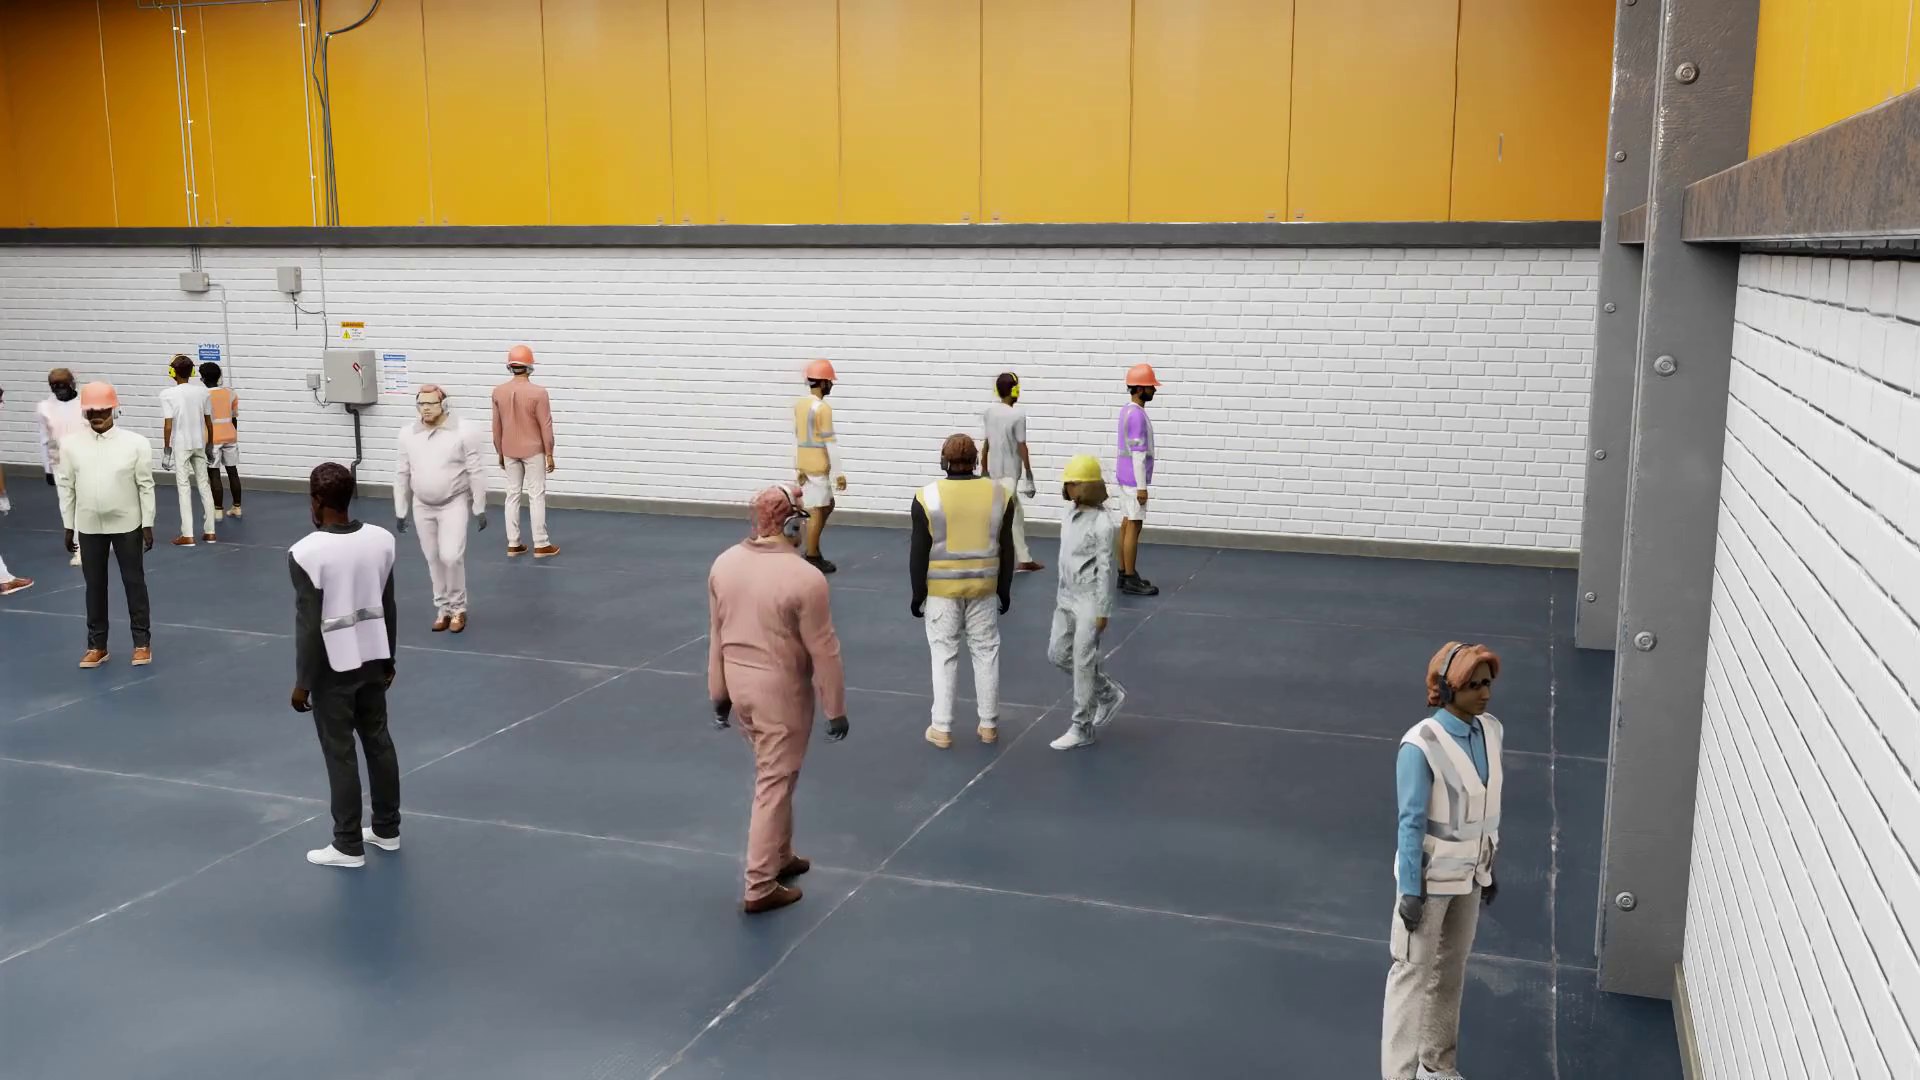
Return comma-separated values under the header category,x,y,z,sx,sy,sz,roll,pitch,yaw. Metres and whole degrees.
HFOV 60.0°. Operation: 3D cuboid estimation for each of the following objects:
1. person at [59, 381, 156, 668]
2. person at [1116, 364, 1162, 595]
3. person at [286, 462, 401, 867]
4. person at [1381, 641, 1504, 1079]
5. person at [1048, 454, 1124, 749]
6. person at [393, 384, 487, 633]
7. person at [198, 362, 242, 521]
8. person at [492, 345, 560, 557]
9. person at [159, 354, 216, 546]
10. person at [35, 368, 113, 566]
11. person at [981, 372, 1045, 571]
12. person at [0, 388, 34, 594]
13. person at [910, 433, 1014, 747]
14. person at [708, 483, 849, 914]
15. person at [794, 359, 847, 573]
category,x,y,z,sx,sy,sz,roll,pitch,yaw
person,-5.914,-0.108,11.558,0.611,1.995,0.377,-2,10,-12
person,1.496,-0.511,13.982,0.363,1.939,0.542,-1,10,-5
person,-2.892,0.588,7.860,0.377,1.915,0.599,5,11,26
person,1.621,1.136,5.548,0.515,1.640,0.315,-8,13,-40
person,0.751,0.352,9.693,0.460,1.730,0.499,-5,11,-25
person,-3.941,-0.228,12.516,0.679,1.888,0.536,1,10,7
person,-7.898,-1.046,17.688,0.319,1.693,0.532,5,11,26
person,-4.076,-0.828,15.603,0.621,1.997,0.372,3,11,16
person,-7.534,-0.875,16.230,0.322,1.871,0.531,8,13,37
person,-8.165,-0.698,15.429,0.663,1.812,0.726,-2,10,-12
person,0.369,-0.565,14.664,0.964,1.824,0.521,-7,12,-35
person,-7.993,-0.392,13.662,0.584,1.811,0.890,6,12,31
person,0.004,0.293,9.737,0.633,1.839,0.429,-3,10,-15
person,-0.762,0.685,7.409,0.673,1.880,0.722,8,13,39
person,-1.210,-0.644,14.777,0.460,1.919,0.560,-5,11,-25
